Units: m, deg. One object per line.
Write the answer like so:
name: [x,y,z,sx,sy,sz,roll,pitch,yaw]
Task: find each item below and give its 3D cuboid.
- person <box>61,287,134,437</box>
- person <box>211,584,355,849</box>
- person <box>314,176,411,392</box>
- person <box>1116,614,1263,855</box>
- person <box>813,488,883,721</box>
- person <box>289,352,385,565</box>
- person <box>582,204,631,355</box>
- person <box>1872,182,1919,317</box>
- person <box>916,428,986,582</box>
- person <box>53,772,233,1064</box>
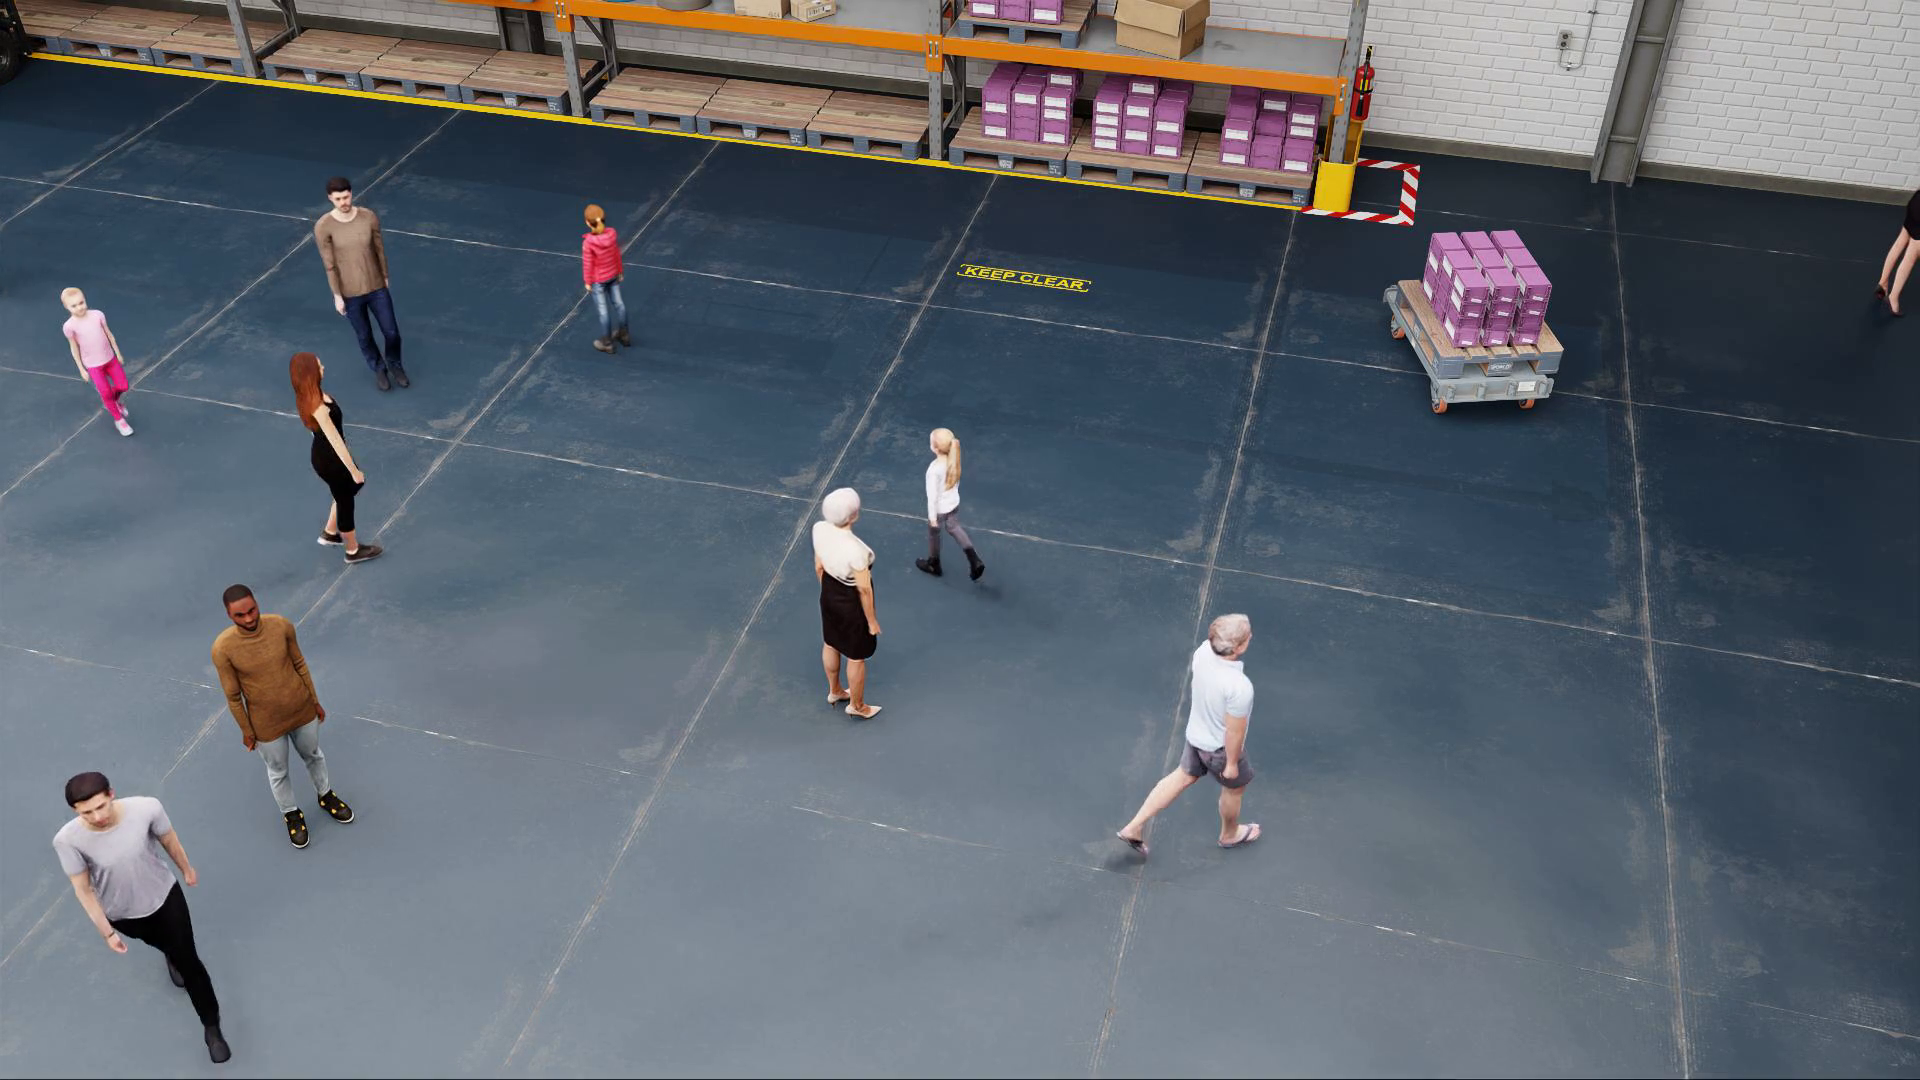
person: [-6.741,-1.425,12.970,0.721,1.264,0.631,29,47,31]
person: [-3.905,0.974,9.524,0.714,1.817,0.725,-31,48,-33]
person: [-4.798,-2.060,13.276,0.747,1.876,0.821,-17,42,-20]
person: [1.334,1.143,9.323,1.226,1.802,1.101,-16,41,-19]
person: [-0.711,0.407,10.284,0.775,1.754,0.649,-32,48,-33]
person: [-4.412,-0.518,11.473,0.797,1.716,0.737,-19,43,-23]
person: [-2.956,-2.188,13.886,0.617,1.314,0.590,30,47,32]
person: [8.261,-2.804,14.263,0.518,1.806,0.601,6,39,7]
person: [-0.060,-0.224,11.464,0.849,1.267,0.682,27,46,29]
person: [-4.206,1.783,8.511,1.213,1.817,1.248,-19,43,-23]
